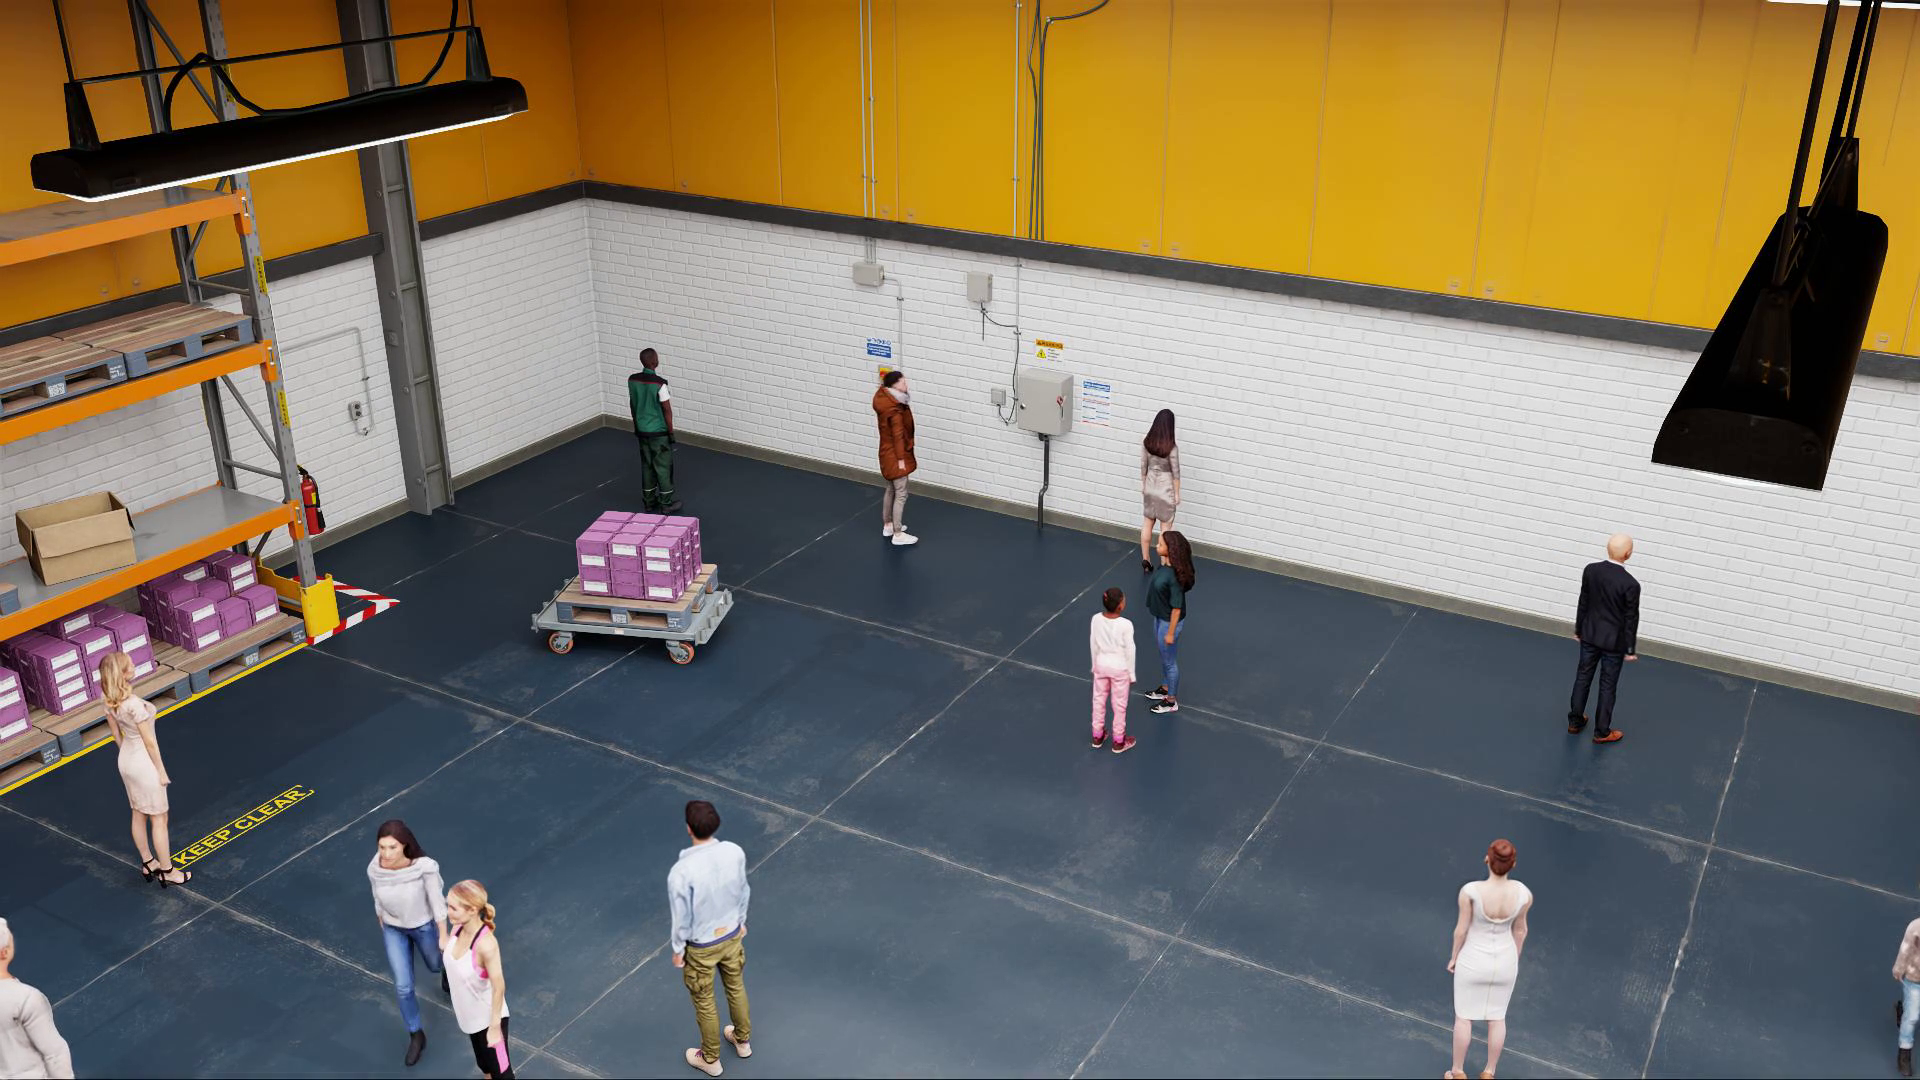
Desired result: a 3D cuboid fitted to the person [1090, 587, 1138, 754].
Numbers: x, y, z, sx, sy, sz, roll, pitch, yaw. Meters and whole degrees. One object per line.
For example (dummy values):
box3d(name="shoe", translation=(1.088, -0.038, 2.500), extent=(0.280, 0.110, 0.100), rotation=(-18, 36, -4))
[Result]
box3d(name="person", translation=(1.224, 1.020, 13.350), extent=(0.547, 1.441, 0.497), rotation=(14, 27, 29))

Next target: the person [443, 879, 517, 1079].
box3d(name="person", translation=(-2.631, 2.631, 9.230), extent=(0.631, 1.787, 0.669), rotation=(-19, 30, -36))

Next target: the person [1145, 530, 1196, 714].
box3d(name="person", translation=(1.749, 0.671, 13.928), extent=(0.772, 1.617, 0.690), rotation=(-1, 24, -2))

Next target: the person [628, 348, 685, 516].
box3d(name="person", translation=(-3.293, -1.176, 17.873), extent=(0.687, 1.840, 0.607), rotation=(11, 26, 24))

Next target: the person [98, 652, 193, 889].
box3d(name="person", translation=(-5.697, 1.594, 11.547), extent=(0.563, 1.831, 0.484), rotation=(13, 27, 27))

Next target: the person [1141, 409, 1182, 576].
box3d(name="person", translation=(1.966, -0.458, 16.347), extent=(0.627, 1.746, 0.558), rotation=(18, 30, 36))

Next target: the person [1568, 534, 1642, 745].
box3d(name="person", translation=(5.209, 0.783, 13.441), extent=(0.720, 1.800, 0.762), rotation=(-18, 29, -35))

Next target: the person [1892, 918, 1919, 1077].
box3d(name="person", translation=(5.833, 2.603, 10.057), extent=(0.639, 1.176, 0.881), rotation=(5, 24, 11))

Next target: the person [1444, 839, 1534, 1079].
box3d(name="person", translation=(3.034, 2.468, 9.597), extent=(0.630, 1.793, 0.614), rotation=(2, 24, 4))

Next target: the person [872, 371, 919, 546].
box3d(name="person", translation=(-0.669, -0.861, 17.157), extent=(0.903, 1.837, 0.854), rotation=(-9, 25, -20))

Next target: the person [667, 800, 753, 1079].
box3d(name="person", translation=(-1.476, 2.347, 9.852), extent=(0.611, 1.810, 0.799), rotation=(-21, 31, -39))

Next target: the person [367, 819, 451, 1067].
box3d(name="person", translation=(-3.301, 2.336, 10.143), extent=(0.941, 1.596, 1.141), rotation=(0, 24, 0))
